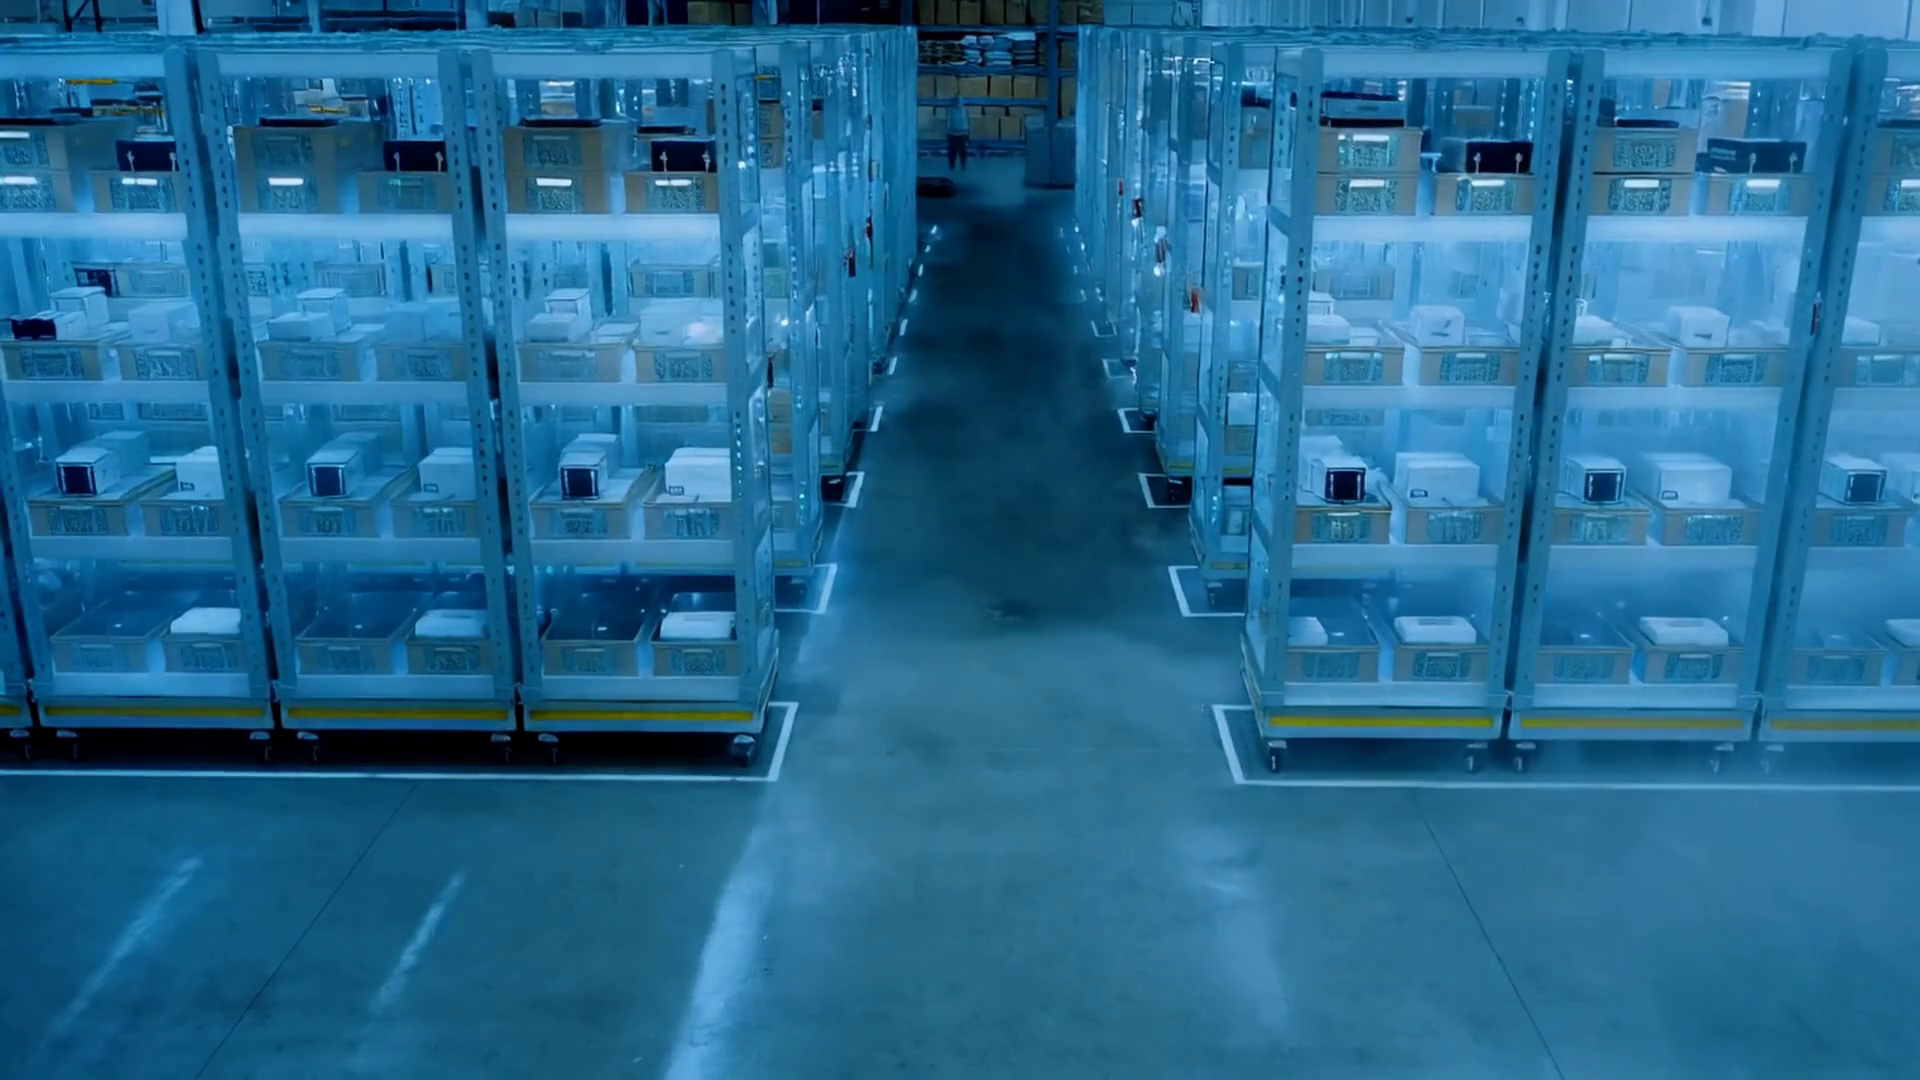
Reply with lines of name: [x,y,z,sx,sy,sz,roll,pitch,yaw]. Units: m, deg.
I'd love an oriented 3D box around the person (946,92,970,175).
person: [-0.062,-10.003,40.974,0.612,1.995,0.382,6,18,18]
